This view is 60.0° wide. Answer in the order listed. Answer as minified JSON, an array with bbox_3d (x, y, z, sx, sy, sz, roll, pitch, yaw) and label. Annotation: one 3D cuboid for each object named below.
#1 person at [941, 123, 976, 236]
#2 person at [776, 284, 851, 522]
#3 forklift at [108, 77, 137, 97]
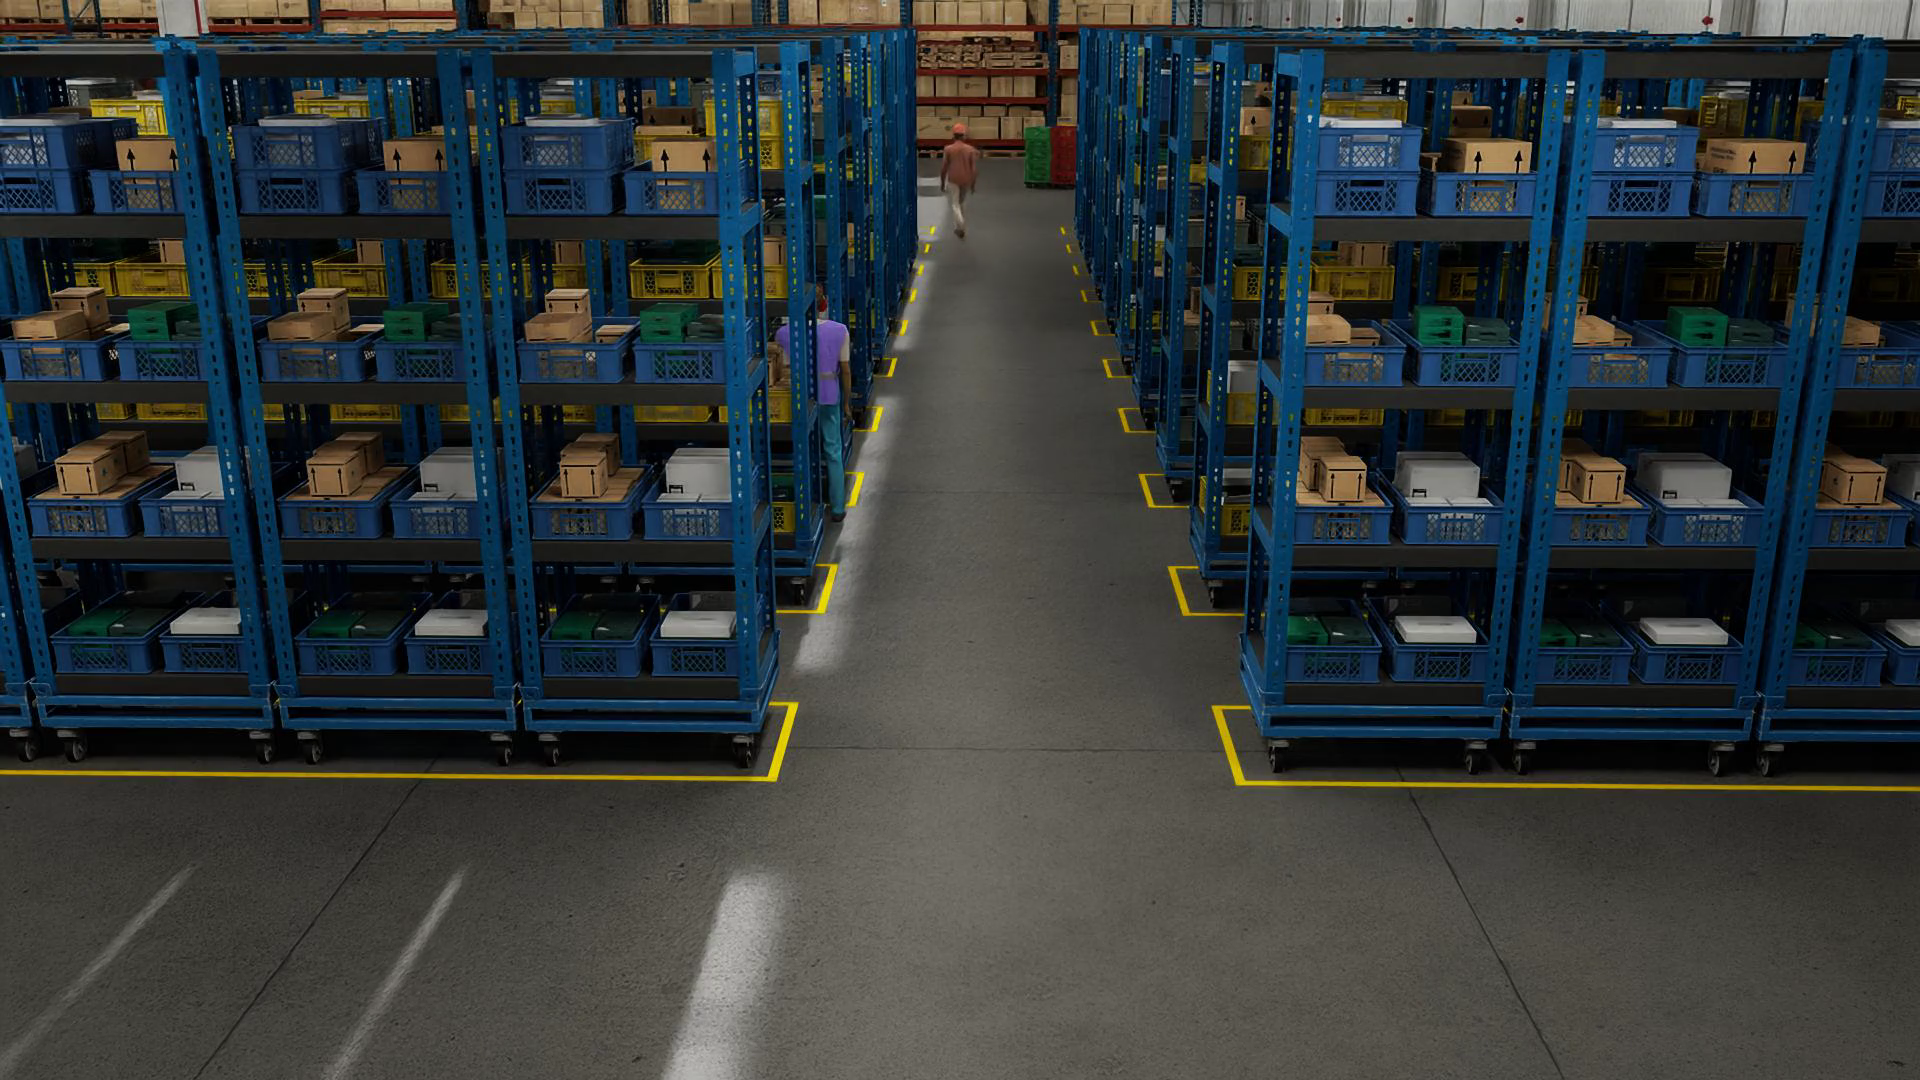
[{"bbox_3d":[-0.002,-6.331,29.302,0.615,1.975,0.752,-6,19,-19],"label":"person"},{"bbox_3d":[-1.098,-1.020,12.585,0.563,1.847,0.389,-3,18,-11],"label":"person"},{"bbox_3d":[-22.024,-11.368,43.870,1.873,2.768,1.129,0,17,1],"label":"forklift"}]
